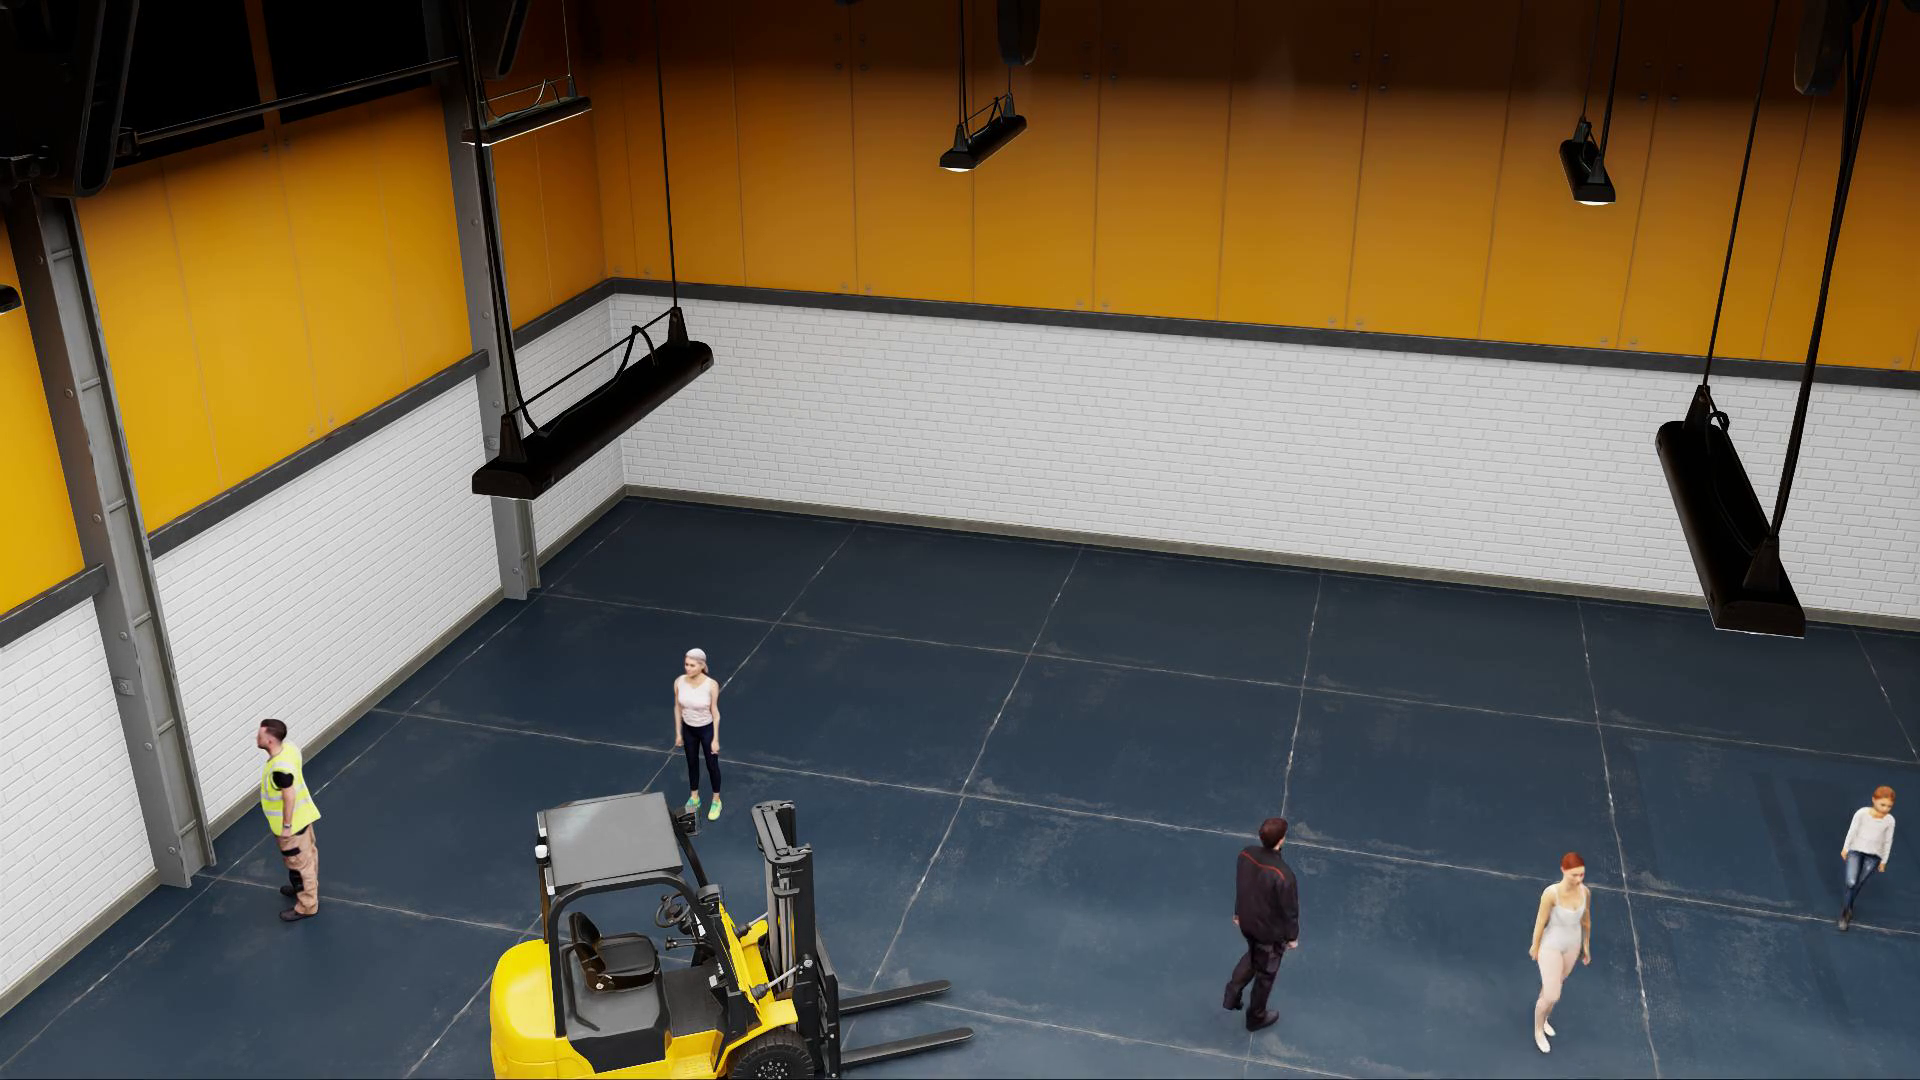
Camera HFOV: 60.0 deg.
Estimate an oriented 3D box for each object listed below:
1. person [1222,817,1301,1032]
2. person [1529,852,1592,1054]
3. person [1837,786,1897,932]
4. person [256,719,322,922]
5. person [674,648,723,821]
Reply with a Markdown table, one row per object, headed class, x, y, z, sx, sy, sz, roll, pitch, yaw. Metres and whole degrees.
| class | x | y | z | sx | sy | sz | roll | pitch | yaw |
| --- | --- | --- | --- | --- | --- | --- | --- | --- | --- |
| person | 2.211 | 2.921 | 12.472 | 0.919 | 1.828 | 0.865 | -15 | 28 | -30 |
| person | 4.461 | 3.011 | 12.513 | 0.688 | 1.631 | 0.752 | -7 | 25 | -16 |
| person | 7.558 | 2.588 | 13.893 | 0.526 | 1.300 | 0.724 | 9 | 25 | 20 |
| person | -5.603 | 2.295 | 13.882 | 0.898 | 1.846 | 0.819 | -6 | 24 | -13 |
| person | -2.389 | 1.758 | 15.290 | 0.588 | 1.703 | 0.518 | 7 | 24 | 15 |
